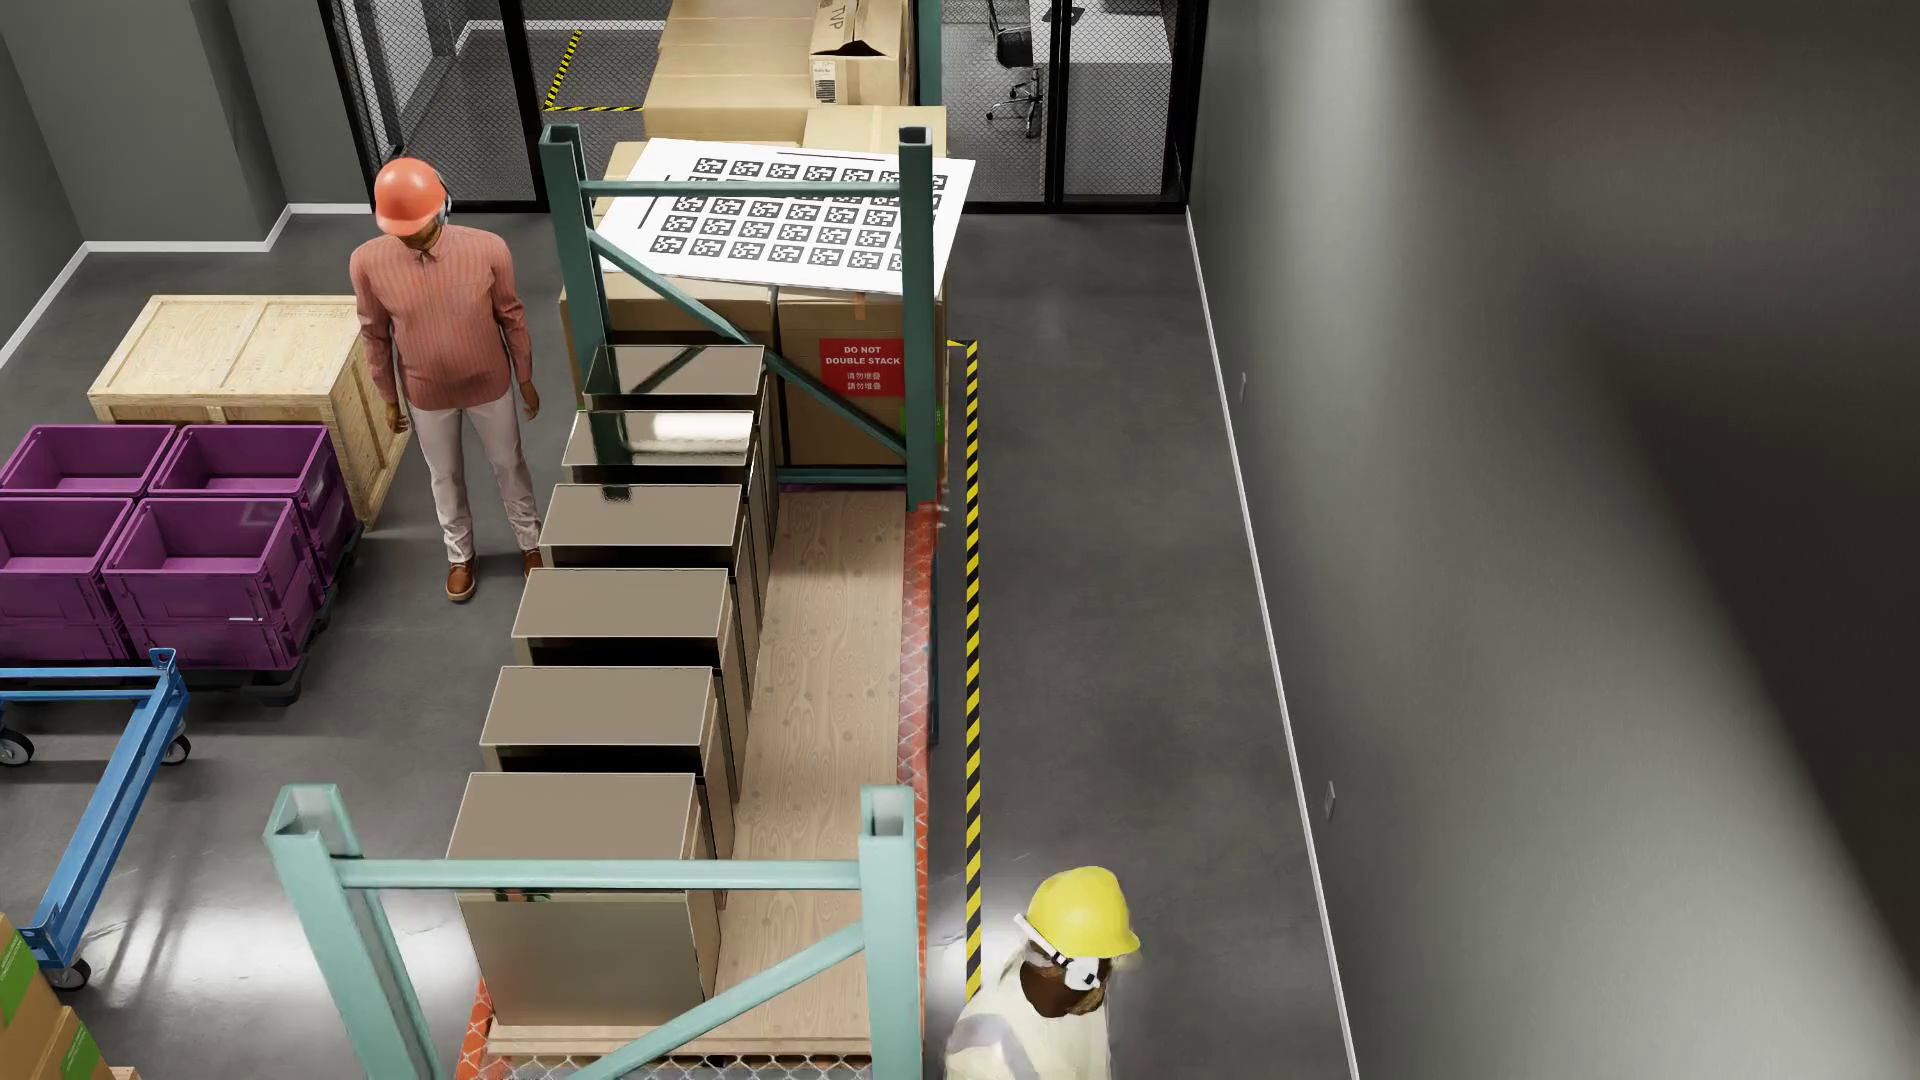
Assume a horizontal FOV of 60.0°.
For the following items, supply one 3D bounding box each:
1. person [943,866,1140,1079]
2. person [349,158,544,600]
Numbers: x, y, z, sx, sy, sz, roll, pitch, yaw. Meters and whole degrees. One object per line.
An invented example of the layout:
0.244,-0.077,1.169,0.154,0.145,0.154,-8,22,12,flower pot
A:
0.166,1.521,4.272,0.425,1.783,0.667,25,47,26,person
-1.979,-0.609,6.546,0.622,1.985,0.388,-10,42,-11,person
